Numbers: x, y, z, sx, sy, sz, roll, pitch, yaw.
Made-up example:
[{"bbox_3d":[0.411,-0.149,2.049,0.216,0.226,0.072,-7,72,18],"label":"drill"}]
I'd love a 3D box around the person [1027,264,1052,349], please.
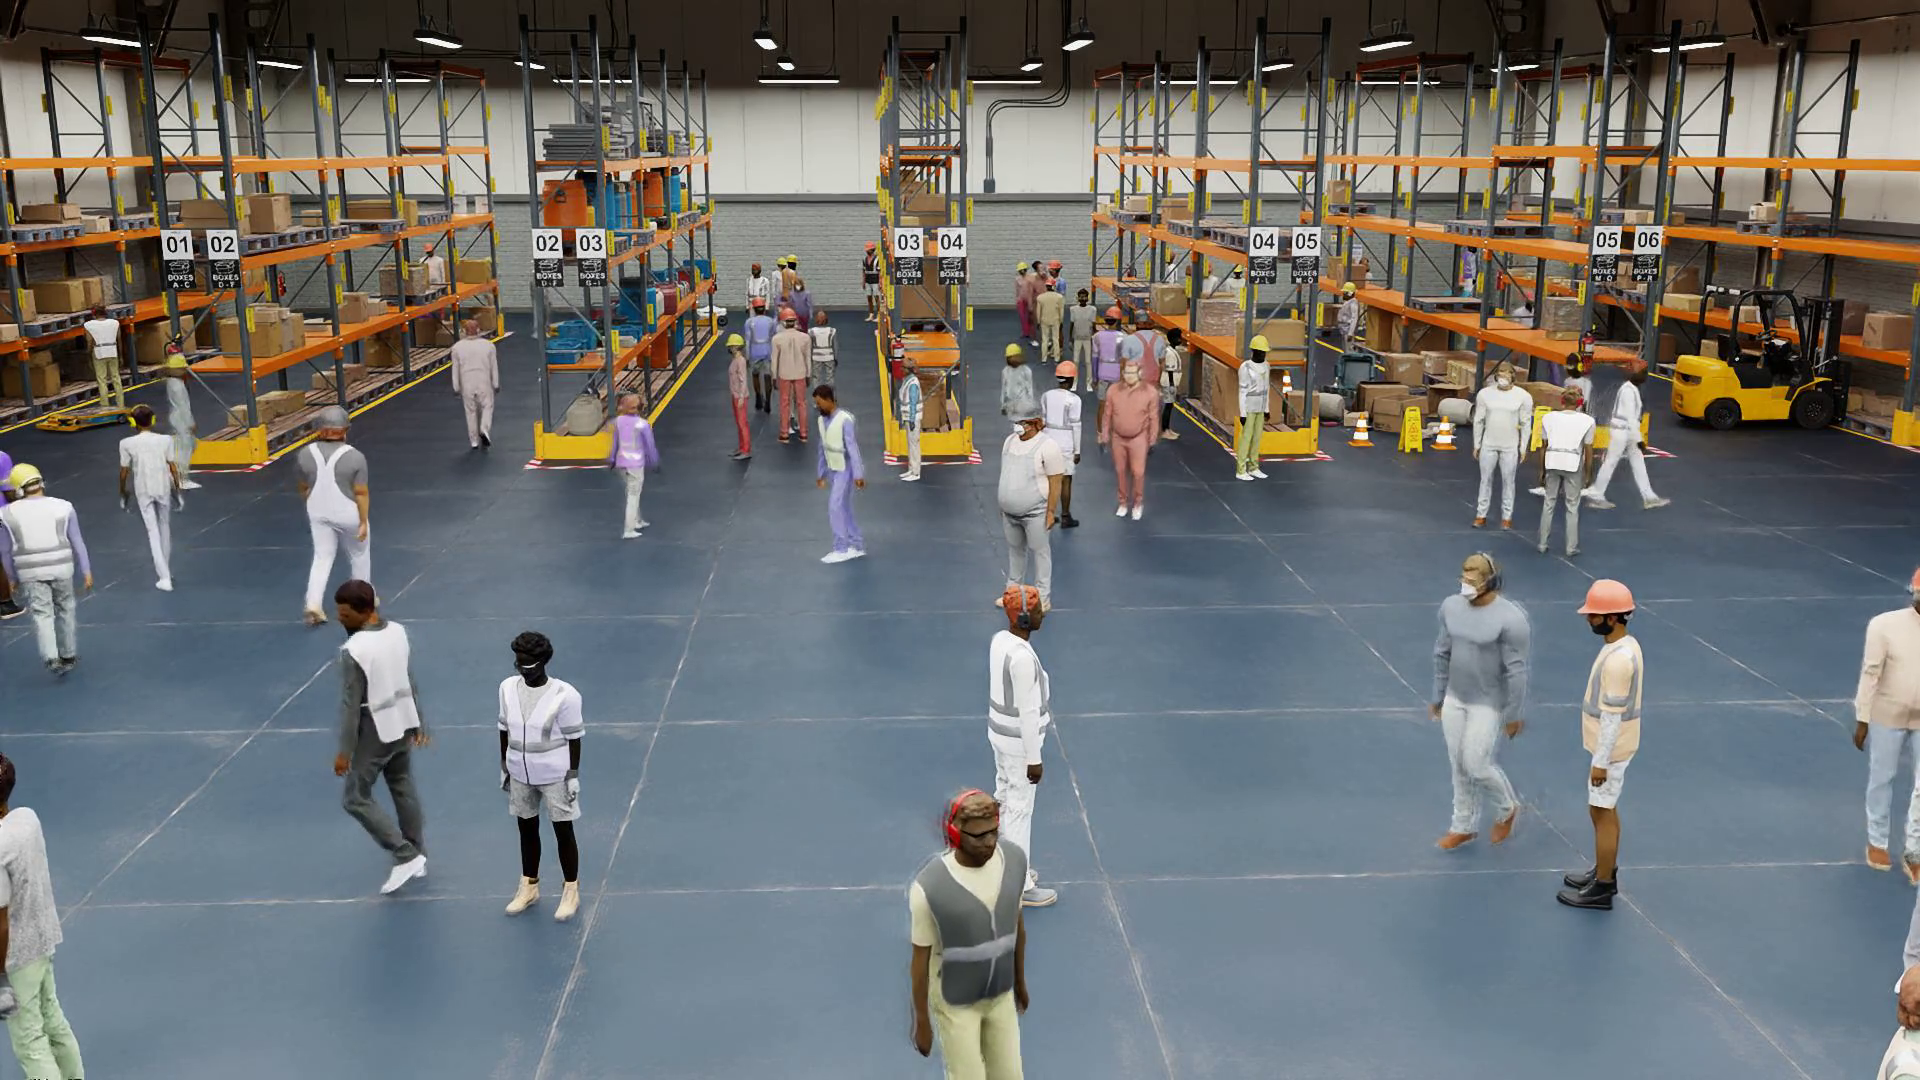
[{"bbox_3d":[1.789,-5.108,36.362,0.702,1.846,1.017,-5,14,-20],"label":"person"}]

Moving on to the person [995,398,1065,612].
[{"bbox_3d":[0.607,-0.323,15.636,0.684,2.000,0.535,13,18,43],"label":"person"}]

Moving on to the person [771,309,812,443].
[{"bbox_3d":[-2.504,-2.437,24.715,0.614,1.987,0.401,-4,14,-15],"label":"person"}]

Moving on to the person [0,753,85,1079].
[{"bbox_3d":[-4.023,1.783,7.112,0.329,1.862,0.520,-3,14,-12],"label":"person"}]

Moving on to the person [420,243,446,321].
[{"bbox_3d":[-13.245,-6.464,41.785,0.616,1.983,0.397,-2,13,-10],"label":"person"}]

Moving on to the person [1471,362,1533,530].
[{"bbox_3d":[6.190,-1.081,19.065,0.635,1.937,0.352,7,15,28],"label":"person"}]

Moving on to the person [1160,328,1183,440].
[{"bbox_3d":[3.160,-2.337,24.928,0.321,1.686,0.539,2,13,9],"label":"person"}]

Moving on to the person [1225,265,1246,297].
[{"bbox_3d":[6.207,-5.303,37.321,0.527,1.768,0.314,0,13,1],"label":"person"}]

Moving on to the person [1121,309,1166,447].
[{"bbox_3d":[2.626,-2.364,24.281,0.685,2.000,0.535,-5,14,-22],"label":"person"}]

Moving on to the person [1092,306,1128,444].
[{"bbox_3d":[2.245,-2.412,24.487,0.615,2.038,0.395,8,16,31],"label":"person"}]

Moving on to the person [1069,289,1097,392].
[{"bbox_3d":[2.202,-3.583,29.847,0.504,1.861,0.330,2,13,9],"label":"person"}]

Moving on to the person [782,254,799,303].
[{"bbox_3d":[-3.880,-5.595,38.241,0.383,1.920,0.585,-8,16,-31],"label":"person"}]

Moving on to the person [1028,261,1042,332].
[{"bbox_3d":[1.820,-5.770,39.455,0.535,1.693,0.322,2,13,7],"label":"person"}]

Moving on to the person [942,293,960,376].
[{"bbox_3d":[-0.184,-4.111,31.919,0.359,1.930,0.588,4,14,17],"label":"person"}]

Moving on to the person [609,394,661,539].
[{"bbox_3d":[-3.642,-0.845,18.763,0.576,1.606,0.707,8,16,31],"label":"person"}]

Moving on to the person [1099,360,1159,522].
[{"bbox_3d":[1.971,-1.166,19.559,0.657,1.883,0.689,4,14,18],"label":"person"}]

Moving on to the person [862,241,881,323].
[{"bbox_3d":[-2.217,-6.468,41.703,0.612,2.029,0.409,9,16,35],"label":"person"}]

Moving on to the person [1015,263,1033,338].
[{"bbox_3d":[1.541,-5.519,38.329,0.579,1.725,0.559,7,15,28],"label":"person"}]

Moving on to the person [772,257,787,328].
[{"bbox_3d":[-4.240,-5.860,39.704,0.517,1.756,0.347,-9,16,-34],"label":"person"}]

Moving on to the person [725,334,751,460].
[{"bbox_3d":[-3.128,-2.010,23.373,0.314,1.767,0.534,-4,14,-17],"label":"person"}]

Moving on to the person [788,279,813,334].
[{"bbox_3d":[-3.407,-4.804,35.614,0.517,1.598,0.847,-1,13,-2],"label":"person"}]

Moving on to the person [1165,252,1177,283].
[{"bbox_3d":[5.005,-5.926,39.707,0.347,1.882,0.584,2,13,9],"label":"person"}]

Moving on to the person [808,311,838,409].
[{"bbox_3d":[-2.290,-2.999,27.825,0.514,1.644,0.307,-1,13,-3],"label":"person"}]

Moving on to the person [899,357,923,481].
[{"bbox_3d":[-0.638,-1.592,21.896,0.313,1.632,0.518,-2,13,-9],"label":"person"}]

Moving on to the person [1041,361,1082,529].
[{"bbox_3d":[1.185,-1.101,19.188,0.542,1.928,0.401,11,17,39],"label":"person"}]

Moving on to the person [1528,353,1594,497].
[{"bbox_3d":[7.632,-1.418,20.761,0.950,1.816,0.520,-6,14,-23],"label":"person"}]

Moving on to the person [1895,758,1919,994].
[{"bbox_3d":[5.087,1.580,8.445,0.507,1.631,0.266,8,15,30],"label":"person"}]

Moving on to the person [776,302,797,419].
[{"bbox_3d":[-2.811,-2.911,26.991,0.418,1.867,0.806,0,13,-1],"label":"person"}]

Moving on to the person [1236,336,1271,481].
[{"bbox_3d":[3.884,-1.734,21.890,0.398,1.919,0.581,13,18,43],"label":"person"}]

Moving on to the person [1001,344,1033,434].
[{"bbox_3d":[0.822,-1.867,22.901,0.486,1.710,0.803,9,16,34],"label":"person"}]

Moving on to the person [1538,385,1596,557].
[{"bbox_3d":[6.482,-0.736,17.836,0.561,1.836,0.393,9,16,35],"label":"person"}]
